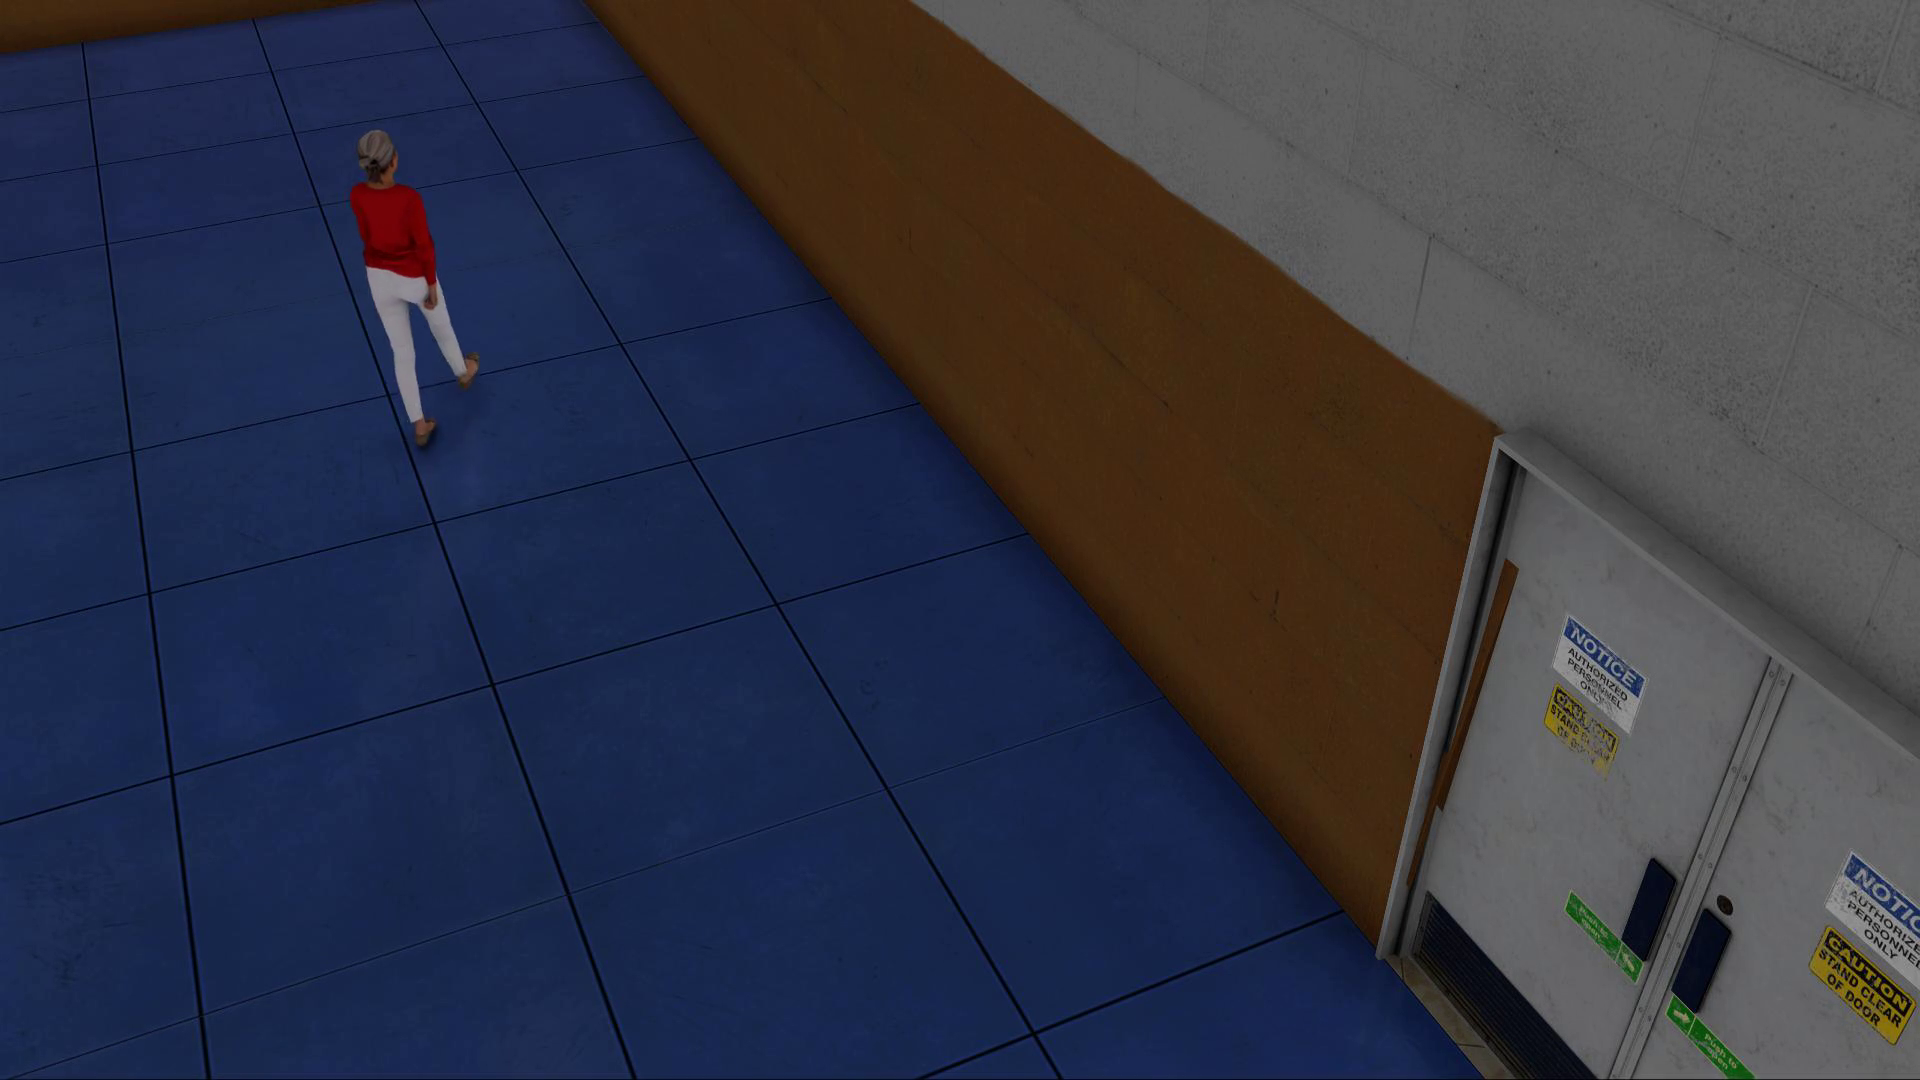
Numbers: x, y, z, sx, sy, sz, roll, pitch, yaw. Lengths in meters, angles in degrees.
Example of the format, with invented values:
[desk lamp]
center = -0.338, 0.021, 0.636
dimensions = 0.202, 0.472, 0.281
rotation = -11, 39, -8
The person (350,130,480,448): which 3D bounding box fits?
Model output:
[person]
center = -2.861, -1.244, 8.491
dimensions = 1.013, 1.665, 0.889
rotation = 0, 37, 0
